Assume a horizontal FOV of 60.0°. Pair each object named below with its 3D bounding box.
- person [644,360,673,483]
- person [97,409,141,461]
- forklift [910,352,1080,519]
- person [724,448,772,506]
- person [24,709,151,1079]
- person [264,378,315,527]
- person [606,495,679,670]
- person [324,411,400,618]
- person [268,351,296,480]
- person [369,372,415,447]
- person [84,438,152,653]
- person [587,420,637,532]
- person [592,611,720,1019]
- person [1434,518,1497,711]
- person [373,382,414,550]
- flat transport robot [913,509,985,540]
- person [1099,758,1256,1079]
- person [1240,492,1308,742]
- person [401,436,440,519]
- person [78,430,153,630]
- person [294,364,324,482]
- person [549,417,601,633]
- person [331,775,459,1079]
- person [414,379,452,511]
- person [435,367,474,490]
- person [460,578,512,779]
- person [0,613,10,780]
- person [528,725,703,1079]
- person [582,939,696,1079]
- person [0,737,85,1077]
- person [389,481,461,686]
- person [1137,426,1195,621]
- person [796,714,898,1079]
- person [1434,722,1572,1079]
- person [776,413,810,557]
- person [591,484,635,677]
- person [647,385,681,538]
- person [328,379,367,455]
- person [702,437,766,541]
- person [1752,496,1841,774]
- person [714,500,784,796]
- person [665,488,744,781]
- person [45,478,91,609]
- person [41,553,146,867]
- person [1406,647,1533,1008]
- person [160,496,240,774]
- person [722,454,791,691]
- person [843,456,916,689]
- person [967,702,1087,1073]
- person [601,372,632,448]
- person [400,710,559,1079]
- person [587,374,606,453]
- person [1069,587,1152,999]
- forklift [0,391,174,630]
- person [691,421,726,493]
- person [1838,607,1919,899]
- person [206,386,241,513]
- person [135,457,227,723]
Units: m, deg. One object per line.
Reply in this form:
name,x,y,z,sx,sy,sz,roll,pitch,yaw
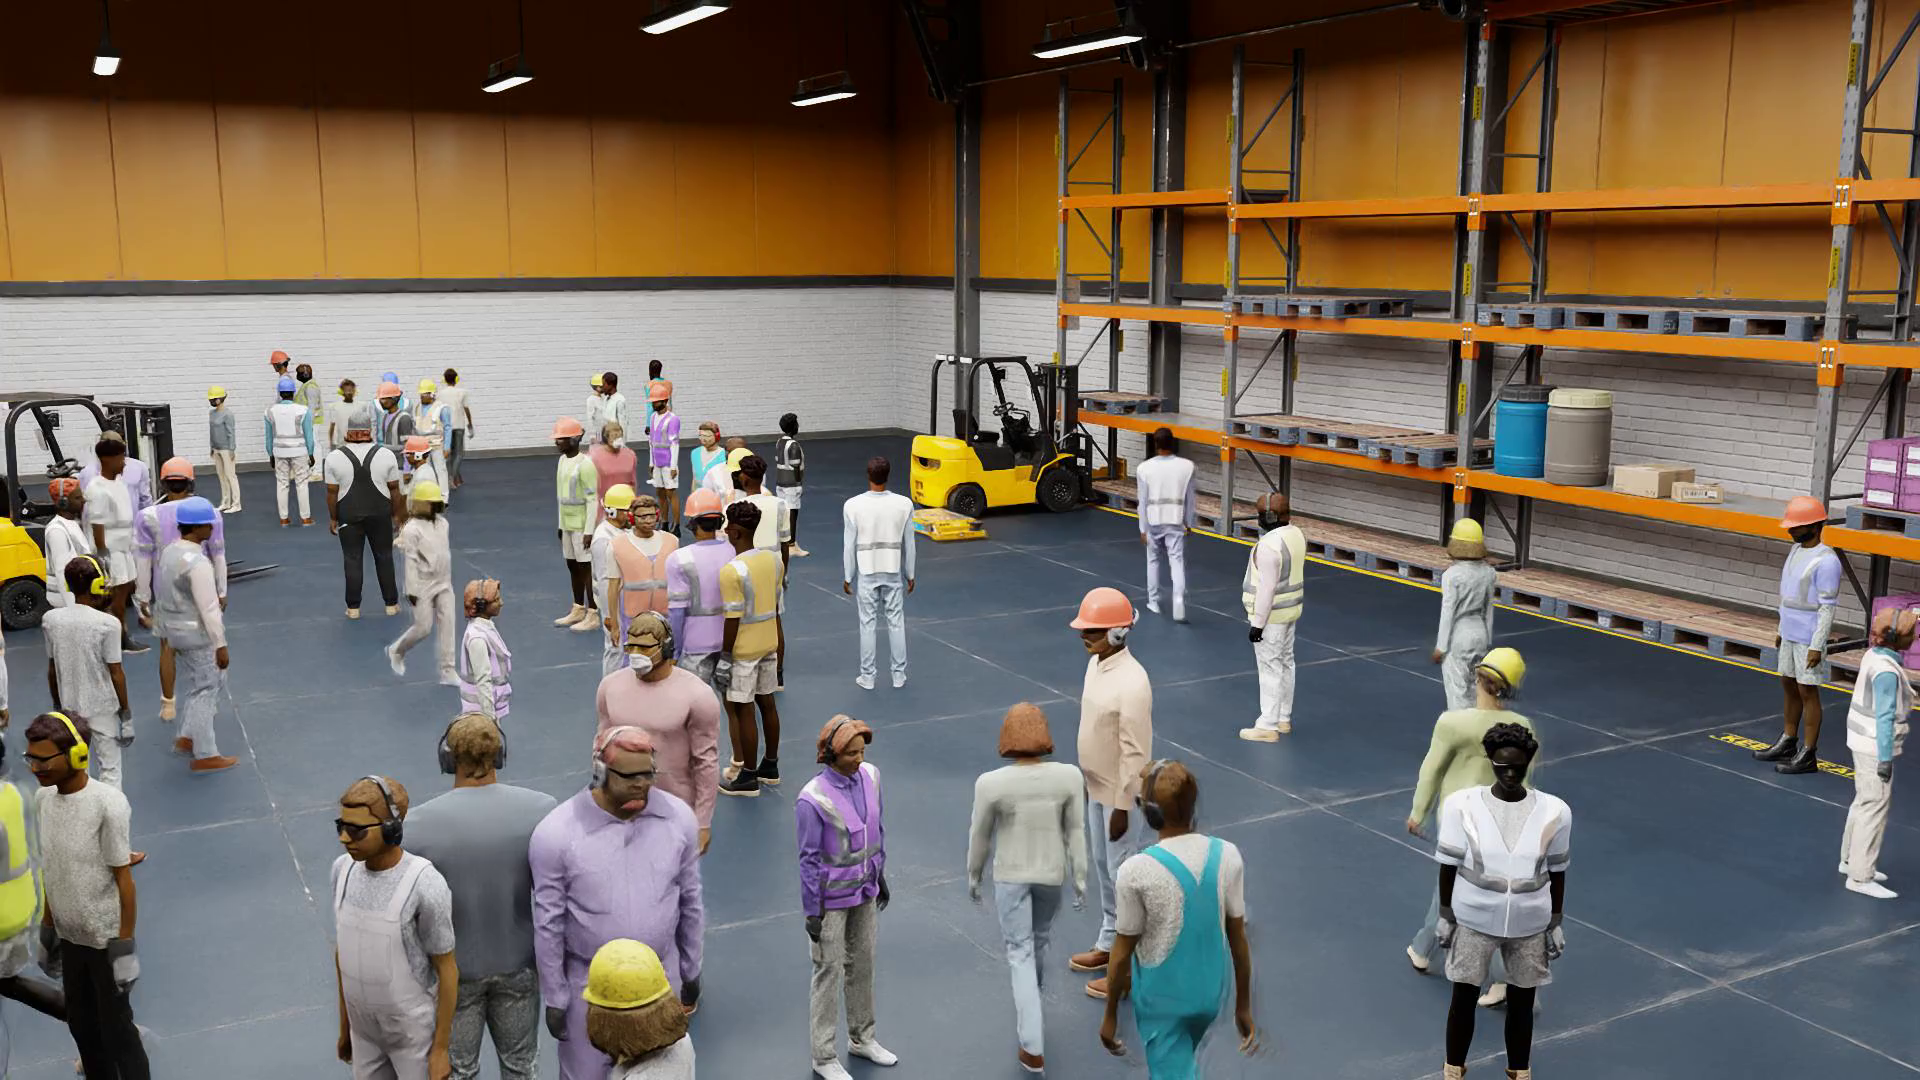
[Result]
person,-4.646,-1.827,25.734,0.383,1.918,0.591,5,11,28
person,-10.793,-0.914,21.310,0.451,1.614,0.531,6,11,31
forklift,0.460,-1.461,22.833,2.313,2.155,1.214,-5,11,-28
person,-1.829,0.160,14.314,0.581,1.919,0.402,9,13,41
person,-3.382,1.555,6.448,0.523,1.858,0.337,5,11,27
person,-8.720,-1.131,21.681,0.604,1.939,0.415,-1,10,-4
person,-2.299,0.575,12.115,0.572,1.843,0.371,-8,12,-38
person,-5.865,-0.261,16.367,0.688,2.000,0.536,-4,11,-22
person,-10.590,-1.951,26.105,0.394,2.038,0.605,-4,10,-20
person,-7.767,-1.333,22.799,0.605,1.948,0.403,-6,12,-31
person,-7.633,0.055,14.842,0.636,1.948,0.604,-1,10,-3
person,-3.451,-0.242,16.619,0.634,1.921,0.593,-9,13,-42
person,-1.424,1.280,7.786,0.632,1.940,0.372,3,10,15
person,3.522,0.715,11.630,0.491,1.748,0.344,-6,12,-31
person,-6.797,-0.893,20.046,0.421,2.035,0.608,-9,13,-42
flat transport robot,-0.298,-0.218,21.210,0.652,0.197,1.431,-5,11,-26
person,0.780,1.669,6.009,0.510,1.795,0.986,-5,11,-29
person,2.289,0.561,12.221,0.429,1.840,0.624,6,12,32
person,-5.394,-0.174,16.689,0.340,1.752,0.564,-3,10,-16
person,-7.913,-0.079,15.658,0.379,1.929,0.636,9,13,42
person,-10.176,-1.833,26.011,0.430,1.838,0.624,-5,11,-26
person,-3.650,-0.145,15.692,0.391,2.040,0.615,-8,13,-39
person,-1.940,1.689,5.703,0.505,1.845,0.346,5,11,26
person,-7.315,-1.308,23.000,0.603,1.828,0.404,4,11,23
person,-7.675,-1.692,25.200,0.517,1.838,0.866,0,10,2
person,-2.848,1.042,10.015,0.307,1.641,0.513,-3,10,-15
person,-5.840,0.961,9.667,0.550,1.925,0.390,-9,14,-43
person,-1.235,1.597,6.103,0.641,1.896,0.406,-6,11,-29
person,-0.871,1.935,4.597,0.322,1.738,0.488,1,10,6
person,-3.951,1.561,6.919,0.599,1.683,0.534,-2,10,-14
person,-4.413,0.354,13.732,0.688,1.720,0.494,5,11,26
person,2.017,-0.167,16.277,0.585,1.894,0.897,0,10,0
person,-0.505,1.540,7.178,0.324,1.631,0.524,7,12,35
person,2.217,1.567,6.830,0.539,1.696,0.317,1,10,9
person,-1.995,-0.650,19.584,0.318,1.700,0.535,-6,11,-29
person,-2.617,0.469,12.806,0.403,1.819,0.601,1,10,6
person,-3.717,-0.971,20.779,0.388,1.930,0.544,-9,14,-44
person,-8.332,-1.260,22.677,0.655,1.862,0.403,-5,11,-29
person,-2.126,-0.066,15.841,0.623,1.835,0.429,-4,11,-22
person,5.775,0.650,11.449,0.372,1.928,0.543,0,10,-1
person,-1.401,0.709,10.993,0.366,1.967,0.603,5,11,28
person,-1.667,0.673,10.982,0.609,2.043,0.397,-7,12,-35
person,-6.732,0.466,12.641,0.355,1.880,0.573,-4,11,-21
person,-5.012,1.006,9.602,0.511,1.862,0.325,2,10,10
person,2.494,1.357,8.038,0.526,1.693,0.795,-5,11,-27
person,-5.203,0.658,11.375,0.441,1.931,0.637,-9,13,-41
person,-1.650,0.282,13.455,0.602,1.966,0.368,-7,12,-34
person,-0.657,0.272,13.650,0.596,1.917,0.374,-2,10,-12
person,0.291,1.507,7.496,0.509,1.582,0.857,-3,10,-15
person,-4.792,-1.387,23.213,0.391,1.914,0.590,-5,11,-28
person,-1.752,1.575,6.132,0.634,1.930,0.384,-5,11,-27
person,-5.376,-1.594,24.831,0.326,1.767,0.533,3,10,15
person,0.725,1.205,8.084,0.405,1.990,0.617,-3,10,-15
forklift,-9.026,-0.363,16.508,1.214,2.155,2.313,6,11,29
person,-2.564,-0.333,17.376,0.575,1.833,0.400,7,12,35
person,5.127,1.173,9.302,0.315,1.631,0.532,4,11,21
person,-10.134,-1.241,22.837,0.527,1.760,0.338,7,12,36
person,-5.944,0.377,12.728,0.618,2.028,0.409,-5,11,-27
